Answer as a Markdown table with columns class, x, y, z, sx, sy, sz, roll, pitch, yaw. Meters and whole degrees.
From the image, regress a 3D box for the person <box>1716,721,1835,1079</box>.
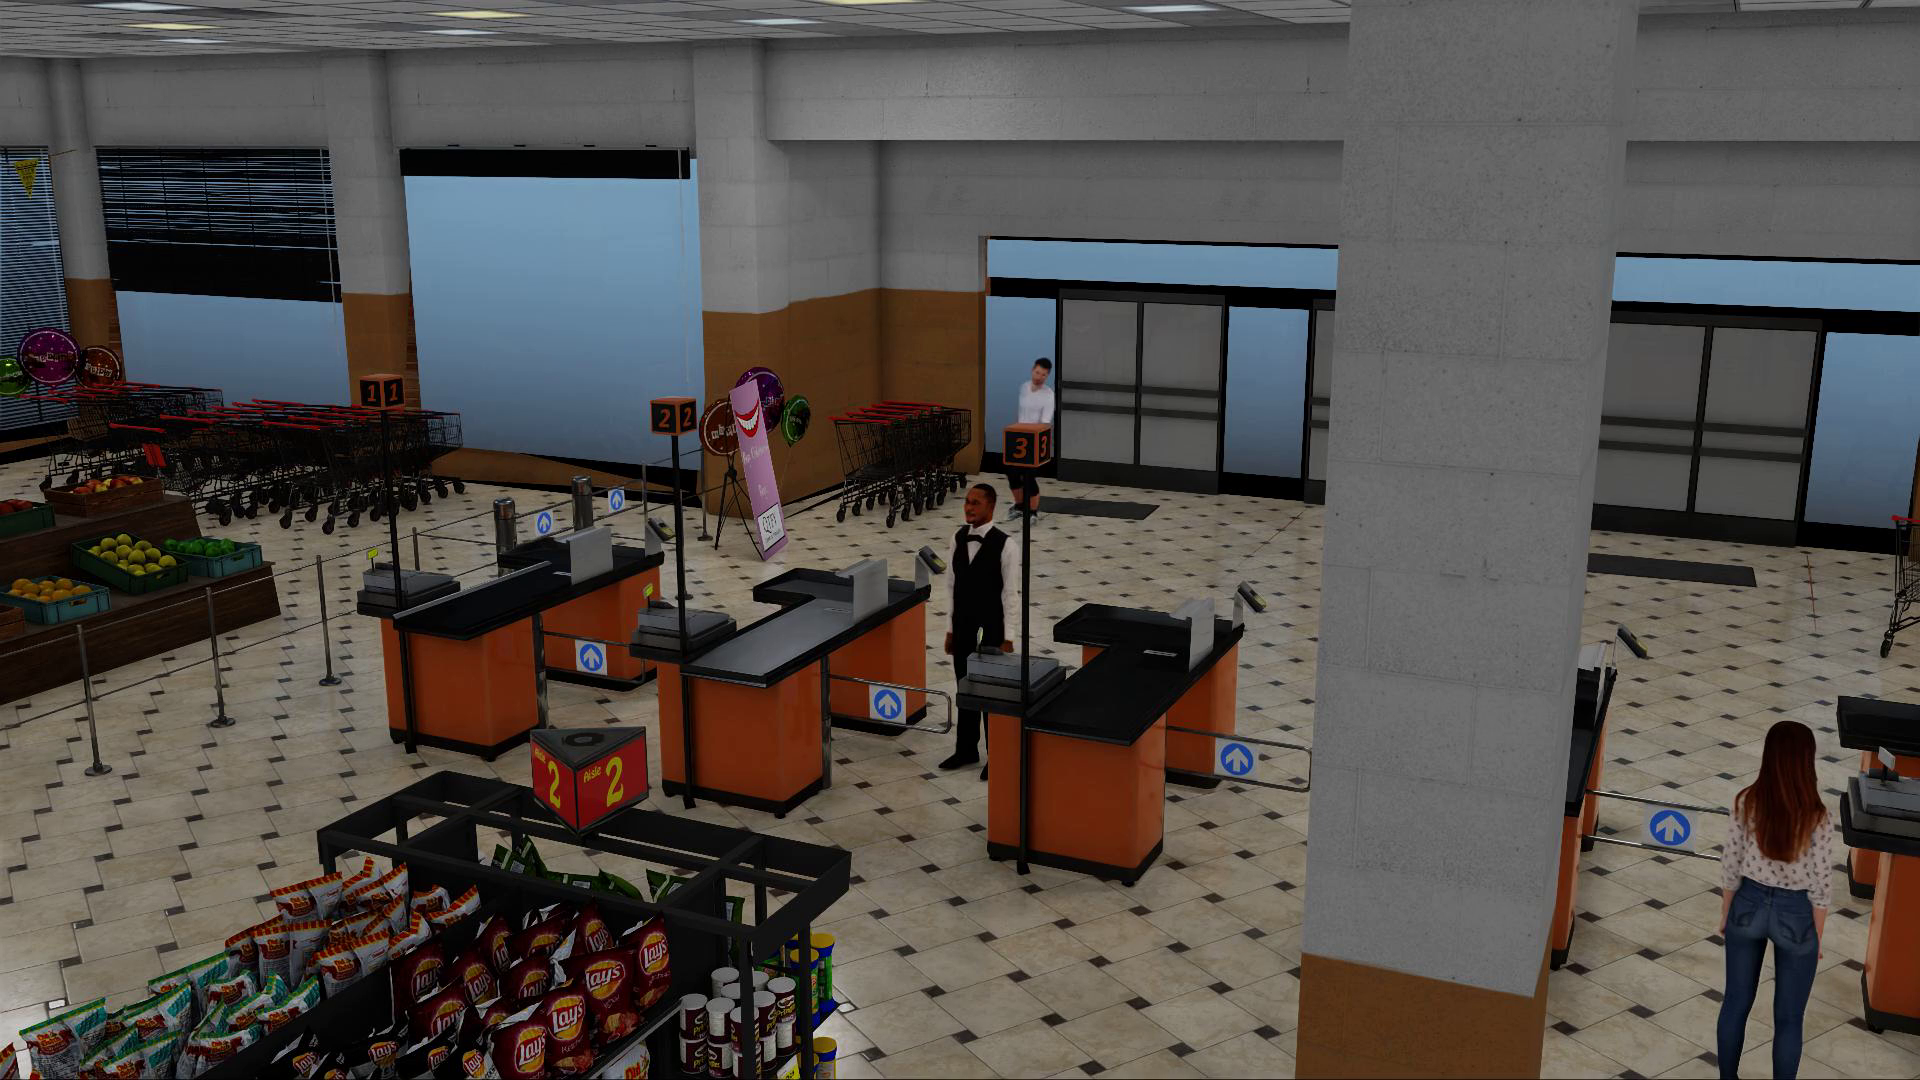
| class | x | y | z | sx | sy | sz | roll | pitch | yaw |
| --- | --- | --- | --- | --- | --- | --- | --- | --- | --- |
| person | 3.376 | 1.582 | 6.910 | 0.624 | 1.728 | 0.589 | 11 | 18 | 39 |

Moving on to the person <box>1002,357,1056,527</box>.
| class | x | y | z | sx | sy | sz | roll | pitch | yaw |
| --- | --- | --- | --- | --- | --- | --- | --- | --- | --- |
| person | 0.754 | -1.023 | 17.495 | 0.751 | 1.802 | 0.839 | -8 | 16 | -30 |

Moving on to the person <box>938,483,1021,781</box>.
| class | x | y | z | sx | sy | sz | roll | pitch | yaw |
| --- | --- | --- | --- | --- | --- | --- | --- | --- | --- |
| person | 0.146 | 0.569 | 10.685 | 0.737 | 1.918 | 0.659 | 10 | 17 | 36 |
